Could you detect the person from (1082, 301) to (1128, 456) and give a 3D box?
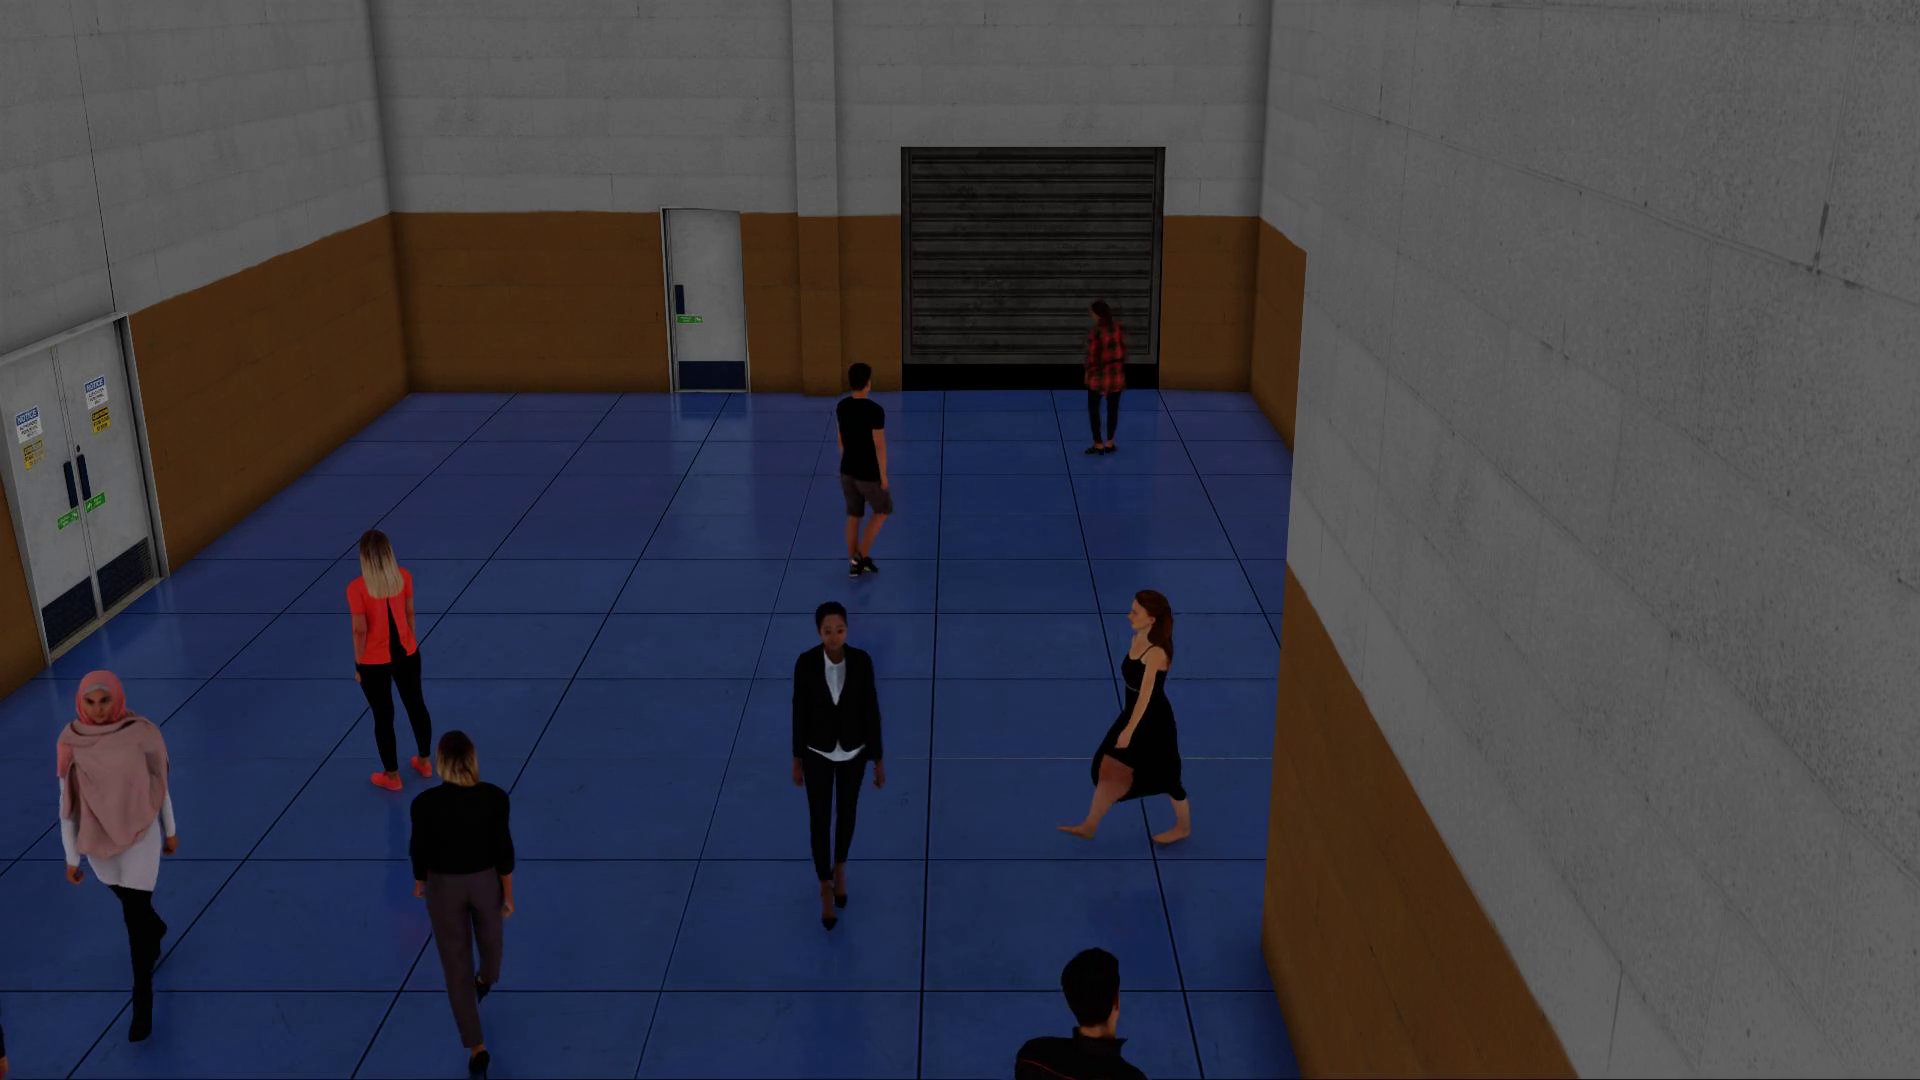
[{"bbox_3d":[1.593,-1.748,17.844,0.644,1.678,0.810,-2,19,-7],"label":"person"}]

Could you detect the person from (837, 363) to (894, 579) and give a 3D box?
[{"bbox_3d":[-0.882,-0.557,14.043,0.802,1.850,0.891,12,22,32],"label":"person"}]

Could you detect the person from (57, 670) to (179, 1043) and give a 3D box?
[{"bbox_3d":[-4.126,1.463,8.209,1.229,1.750,0.917,-4,19,-13],"label":"person"}]

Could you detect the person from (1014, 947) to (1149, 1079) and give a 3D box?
[{"bbox_3d":[0.354,2.309,5.490,1.293,1.883,1.159,11,21,29],"label":"person"}]

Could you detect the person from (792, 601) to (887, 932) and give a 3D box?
[{"bbox_3d":[-0.681,1.164,8.987,0.713,1.820,0.768,-4,19,-12],"label":"person"}]

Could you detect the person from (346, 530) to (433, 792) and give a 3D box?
[{"bbox_3d":[-3.579,0.744,10.429,0.728,1.693,0.674,16,25,40],"label":"person"}]

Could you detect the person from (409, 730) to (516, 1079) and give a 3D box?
[{"bbox_3d":[-2.261,1.712,7.653,1.052,1.633,0.934,-8,20,-23],"label":"person"}]

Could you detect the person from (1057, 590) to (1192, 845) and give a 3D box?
[{"bbox_3d":[1.173,1.075,9.624,1.090,1.581,0.757,-5,19,-15],"label":"person"}]
